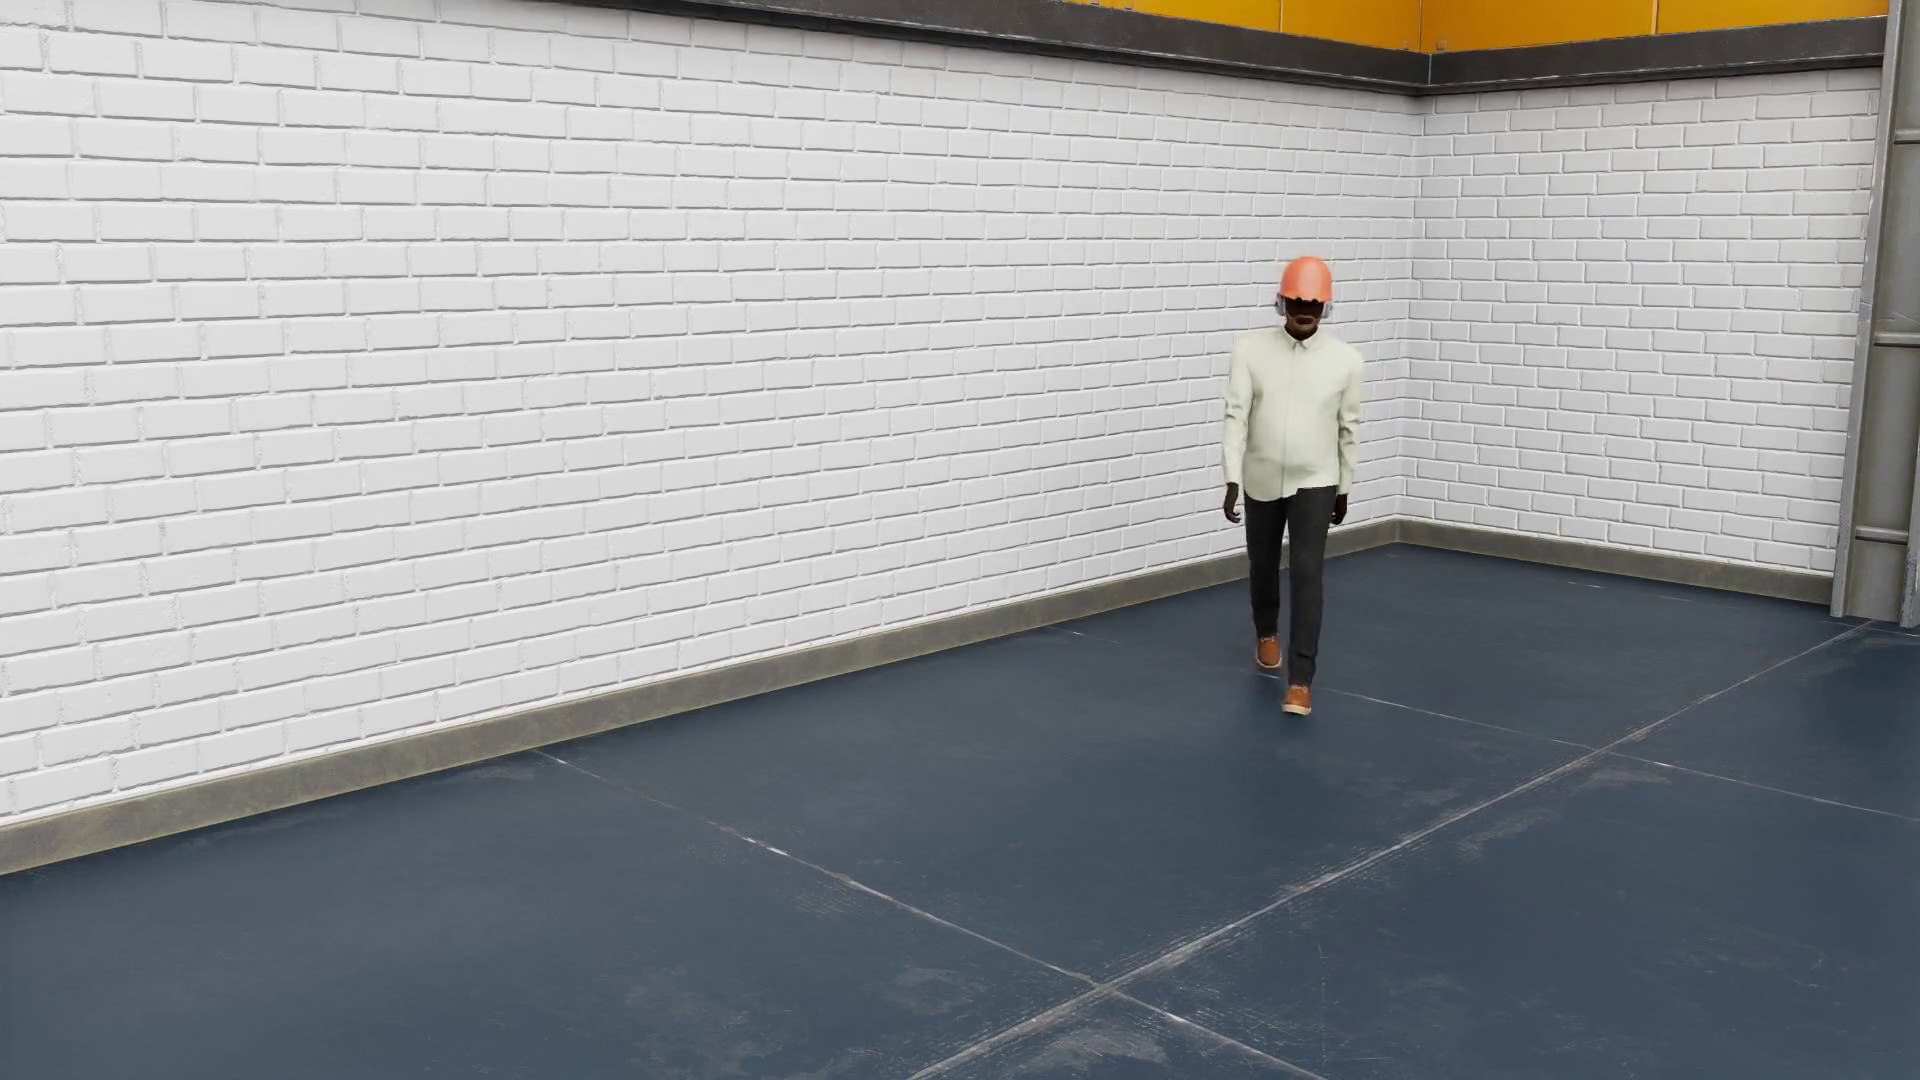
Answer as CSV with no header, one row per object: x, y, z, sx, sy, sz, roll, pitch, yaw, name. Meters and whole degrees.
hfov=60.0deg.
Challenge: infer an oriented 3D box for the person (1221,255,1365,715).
1.471,-0.285,7.391,0.593,1.950,1.028,3,11,14,person
